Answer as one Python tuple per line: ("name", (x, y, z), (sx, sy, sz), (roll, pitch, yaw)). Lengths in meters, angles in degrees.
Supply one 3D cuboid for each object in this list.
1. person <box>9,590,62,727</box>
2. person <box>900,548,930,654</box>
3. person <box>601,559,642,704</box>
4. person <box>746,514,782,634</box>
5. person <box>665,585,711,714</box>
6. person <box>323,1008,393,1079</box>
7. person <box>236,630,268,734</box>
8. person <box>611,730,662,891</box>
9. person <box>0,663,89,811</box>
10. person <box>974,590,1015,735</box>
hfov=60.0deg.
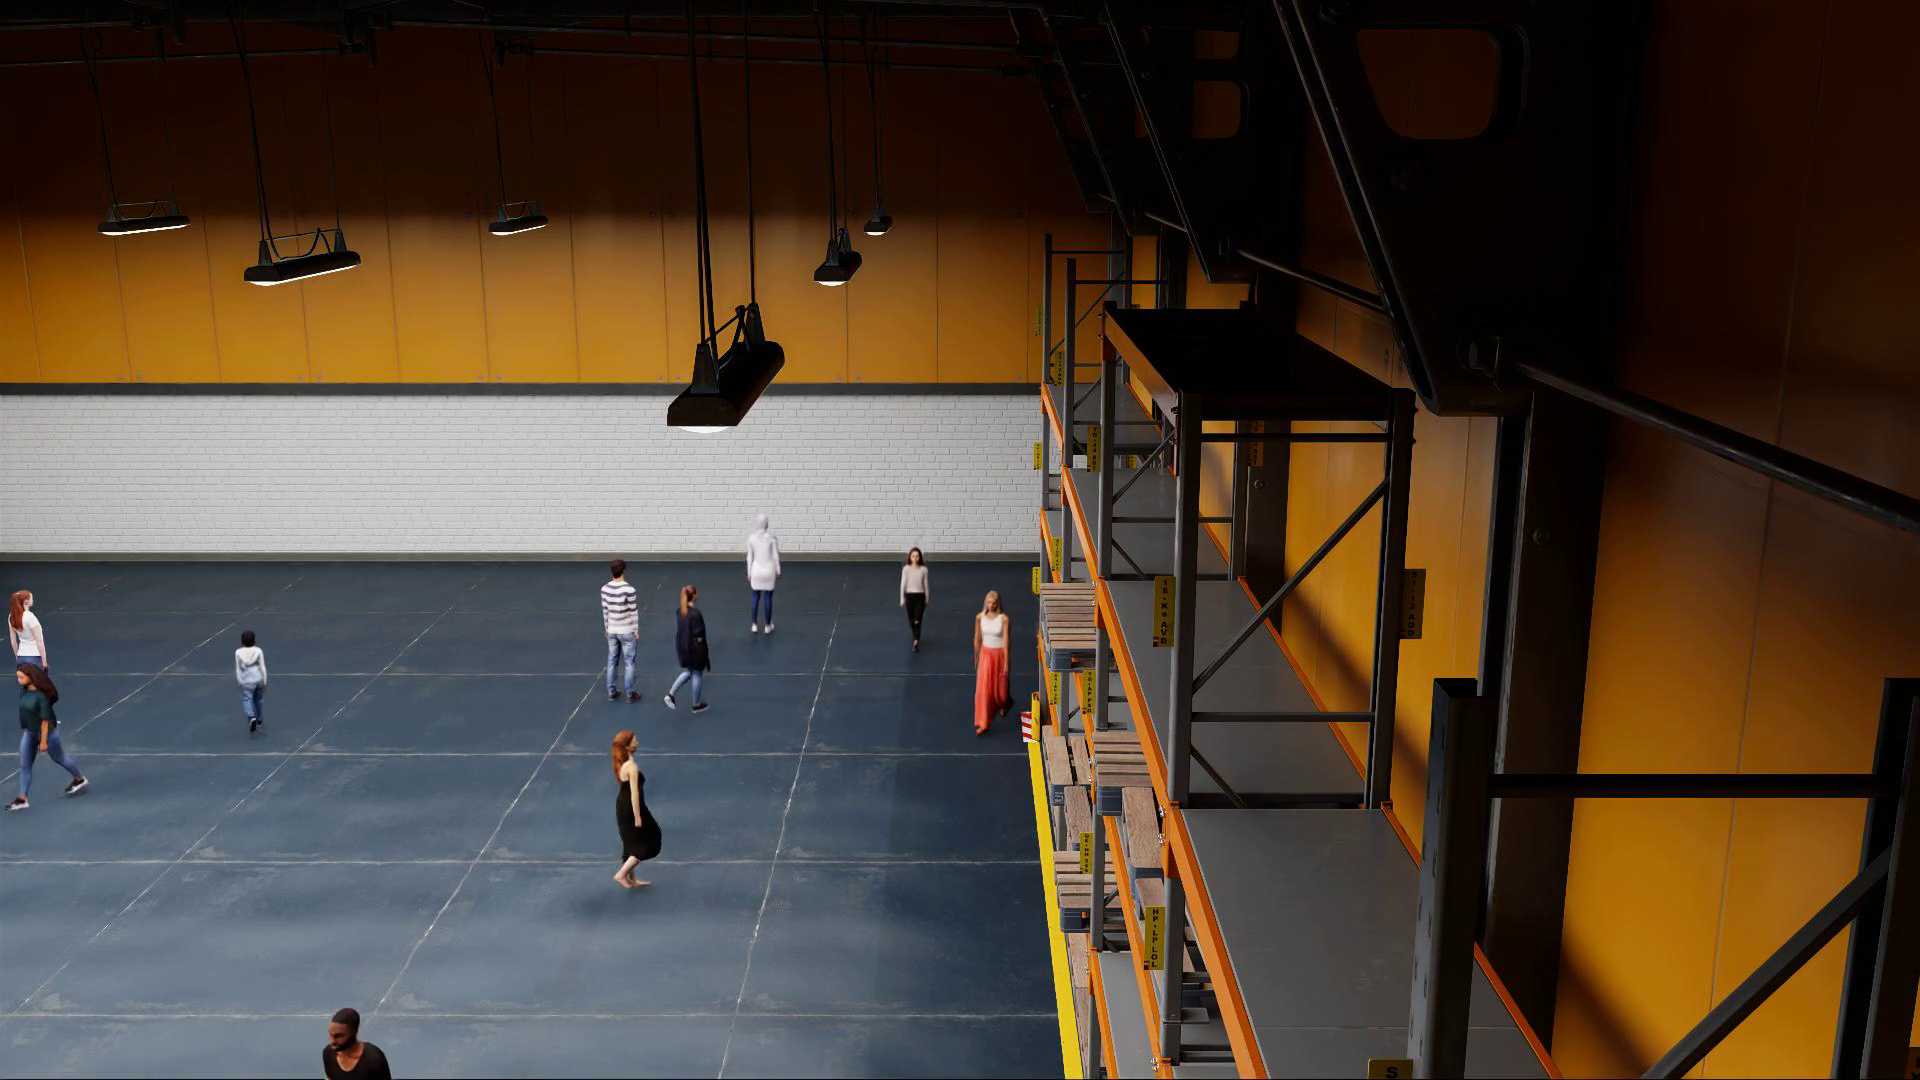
("person", (-11.340, 1.459, 20.267), (0.630, 1.738, 0.608), (4, 14, 15))
("person", (-0.632, 0.823, 23.492), (0.575, 1.456, 0.965), (1, 14, 3))
("person", (-4.338, 1.157, 21.280), (0.698, 1.847, 0.661), (5, 15, 20))
("person", (-2.863, 0.500, 24.146), (0.647, 1.776, 0.605), (2, 14, 8))
("person", (-3.412, 1.390, 20.691), (0.906, 1.671, 0.971), (13, 19, 42))
("person", (-3.740, 3.758, 10.717), (0.999, 1.764, 1.242), (6, 15, 24))
("person", (-8.625, 1.724, 20.216), (0.690, 1.246, 0.835), (-7, 15, -26))
("person", (-3.205, 2.599, 15.812), (0.798, 1.618, 0.744), (-7, 15, -27))
("person", (-9.849, 2.095, 18.011), (0.971, 1.564, 1.206), (8, 16, 31))
("person", (0.445, 1.452, 20.194), (0.829, 1.786, 1.034), (6, 15, 24))
